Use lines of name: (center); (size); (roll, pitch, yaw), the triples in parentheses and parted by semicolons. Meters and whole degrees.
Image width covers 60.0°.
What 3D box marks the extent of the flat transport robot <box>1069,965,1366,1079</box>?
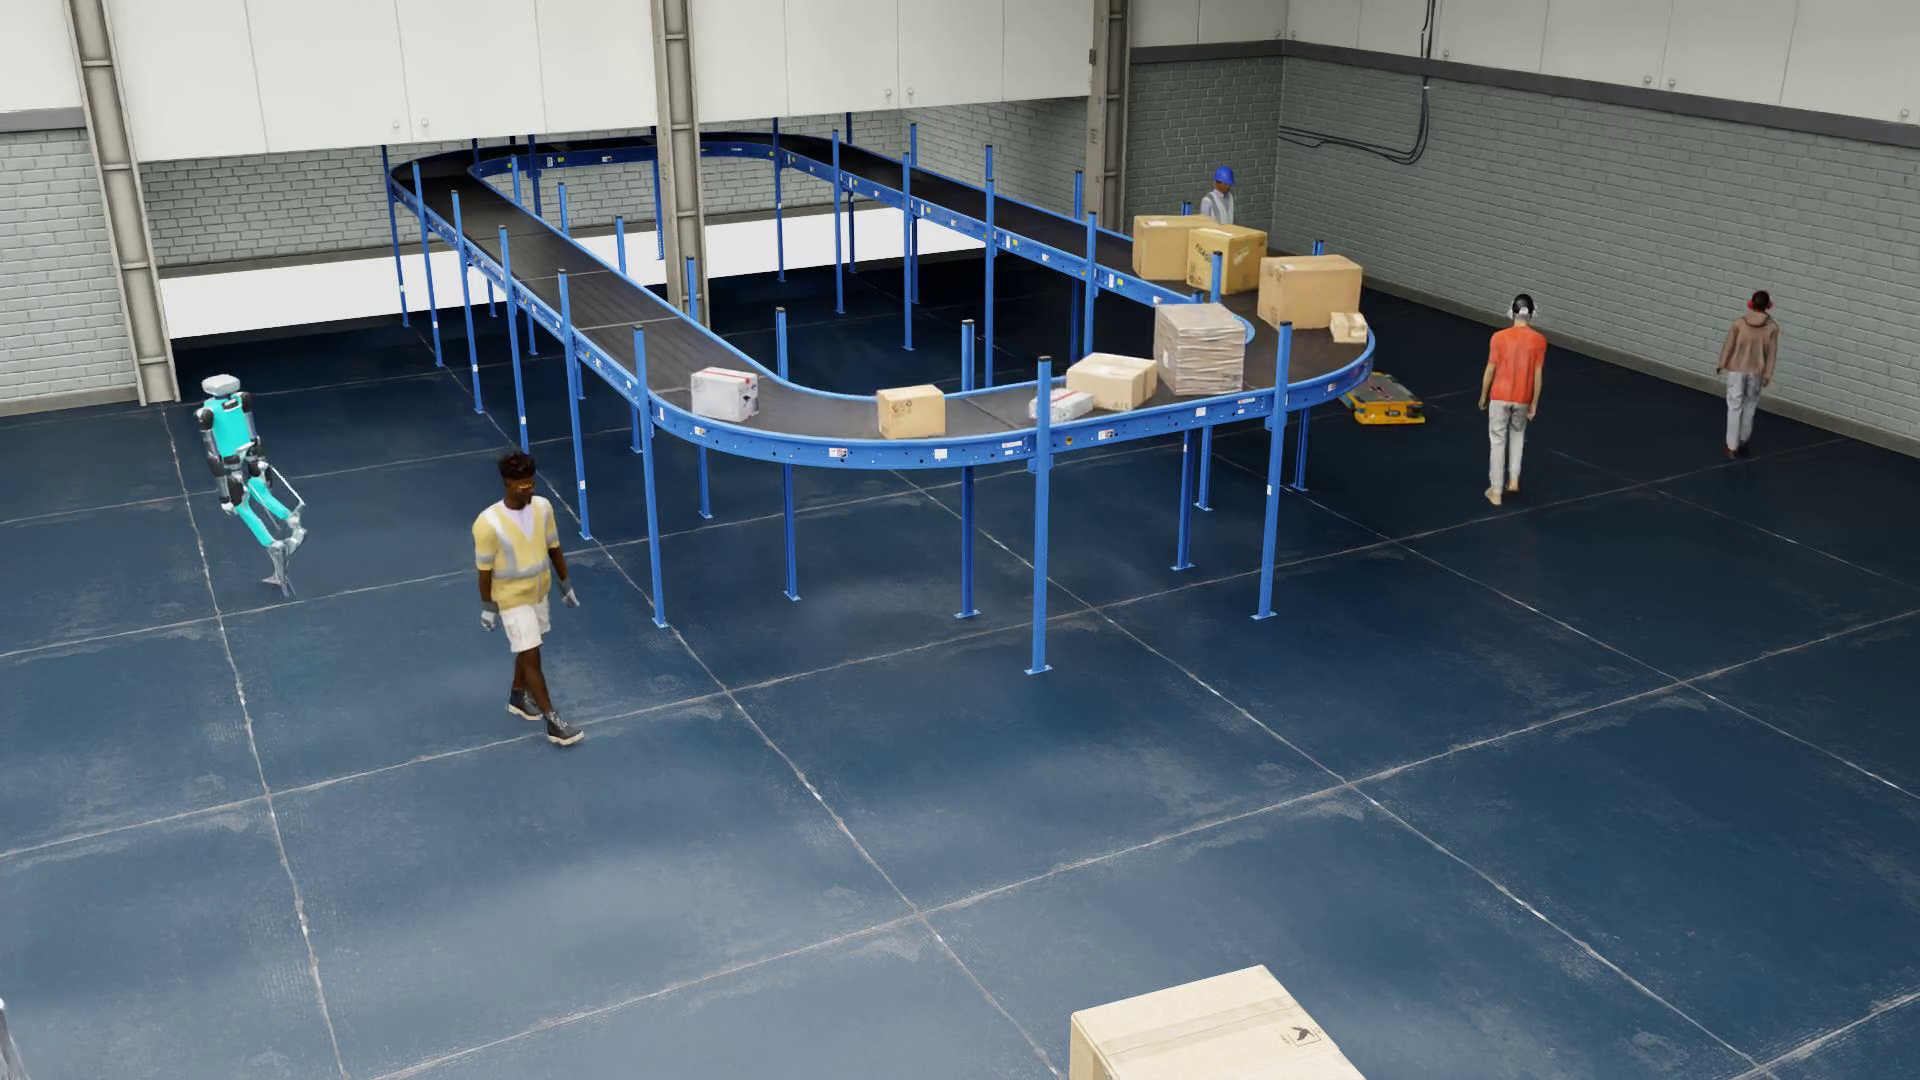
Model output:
flat transport robot: (1.106, 2.792, 6.974); (1.431, 0.231, 0.659); (-8, 23, -20)

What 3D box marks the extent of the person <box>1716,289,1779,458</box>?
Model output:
person: (7.589, -1.642, 16.110); (0.468, 1.629, 0.634); (5, 23, 13)

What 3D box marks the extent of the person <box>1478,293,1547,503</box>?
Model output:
person: (4.903, -1.273, 14.866); (0.482, 1.897, 0.544); (1, 22, 3)

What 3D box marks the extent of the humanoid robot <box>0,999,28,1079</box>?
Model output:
humanoid robot: (-4.591, 1.819, 7.565); (0.810, 1.889, 0.548); (13, 26, 30)

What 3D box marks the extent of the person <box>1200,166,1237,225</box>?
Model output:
person: (3.245, -3.718, 20.850); (0.609, 1.936, 0.417); (-18, 28, -37)

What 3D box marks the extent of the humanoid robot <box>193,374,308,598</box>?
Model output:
humanoid robot: (-5.372, -0.329, 12.874); (0.751, 1.899, 0.543); (7, 23, 17)

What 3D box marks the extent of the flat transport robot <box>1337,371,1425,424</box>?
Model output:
flat transport robot: (4.376, -1.517, 17.626); (0.659, 0.231, 1.431); (-2, 22, -4)

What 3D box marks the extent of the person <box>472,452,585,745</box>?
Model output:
person: (-2.759, 0.355, 10.780); (0.820, 1.928, 0.626); (13, 26, 30)
